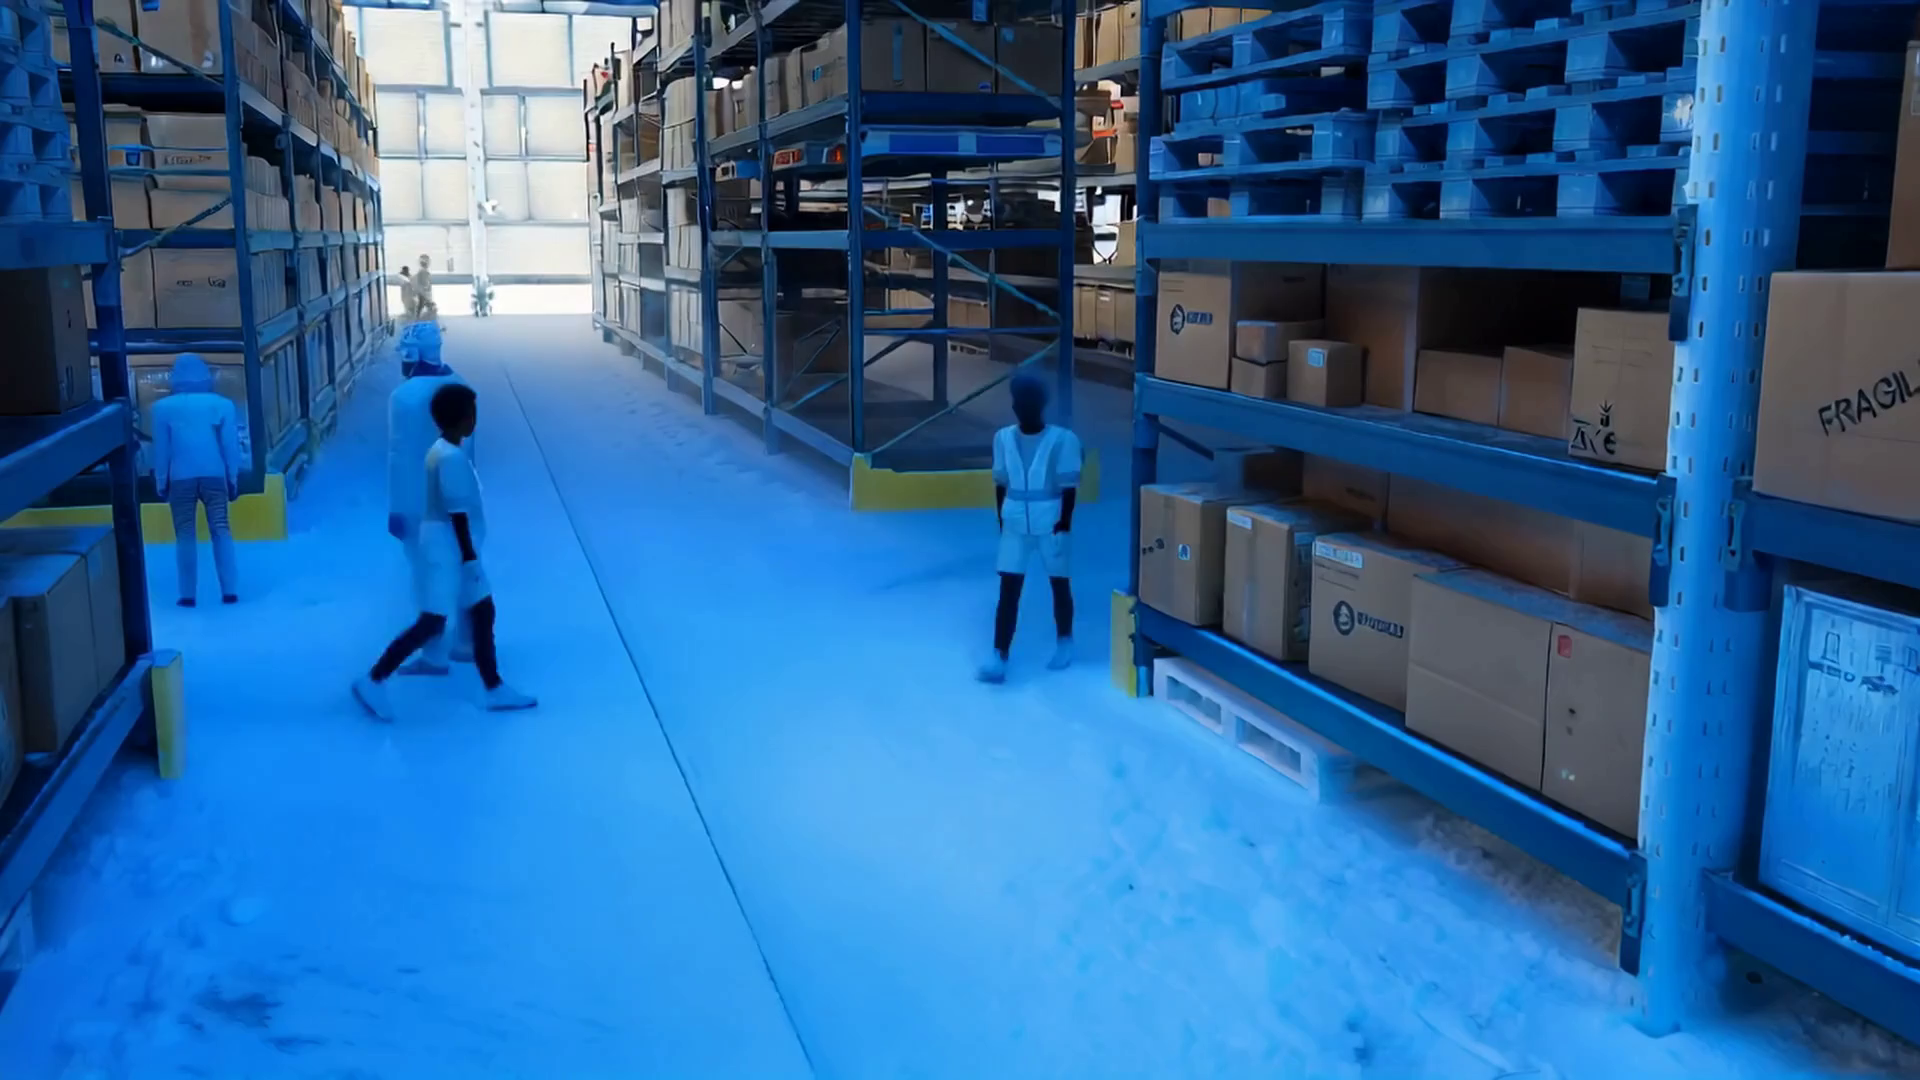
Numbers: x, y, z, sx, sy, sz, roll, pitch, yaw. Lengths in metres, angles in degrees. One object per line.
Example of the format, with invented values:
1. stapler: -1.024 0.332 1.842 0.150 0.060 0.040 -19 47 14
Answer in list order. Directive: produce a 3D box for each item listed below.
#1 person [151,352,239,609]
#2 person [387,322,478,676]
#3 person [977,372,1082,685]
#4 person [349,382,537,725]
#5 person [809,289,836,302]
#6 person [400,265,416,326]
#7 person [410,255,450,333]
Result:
1. person: -4.839 -0.374 10.569 0.494 1.624 0.280 -7 12 -33
2. person: -2.864 -0.222 8.989 0.399 1.900 0.643 3 11 16
3. person: 0.388 -0.059 8.761 0.543 1.640 0.873 5 11 23
4. person: -2.555 0.063 8.077 0.836 1.660 0.529 -4 11 -20
5. person: -3.206 -5.692 38.820 0.625 1.958 0.995 -1 10 -4
6. person: -14.051 -6.164 42.323 0.387 1.626 0.518 0 10 -2
7. person: -13.066 -5.985 40.580 1.000 1.897 0.614 -3 11 -18
